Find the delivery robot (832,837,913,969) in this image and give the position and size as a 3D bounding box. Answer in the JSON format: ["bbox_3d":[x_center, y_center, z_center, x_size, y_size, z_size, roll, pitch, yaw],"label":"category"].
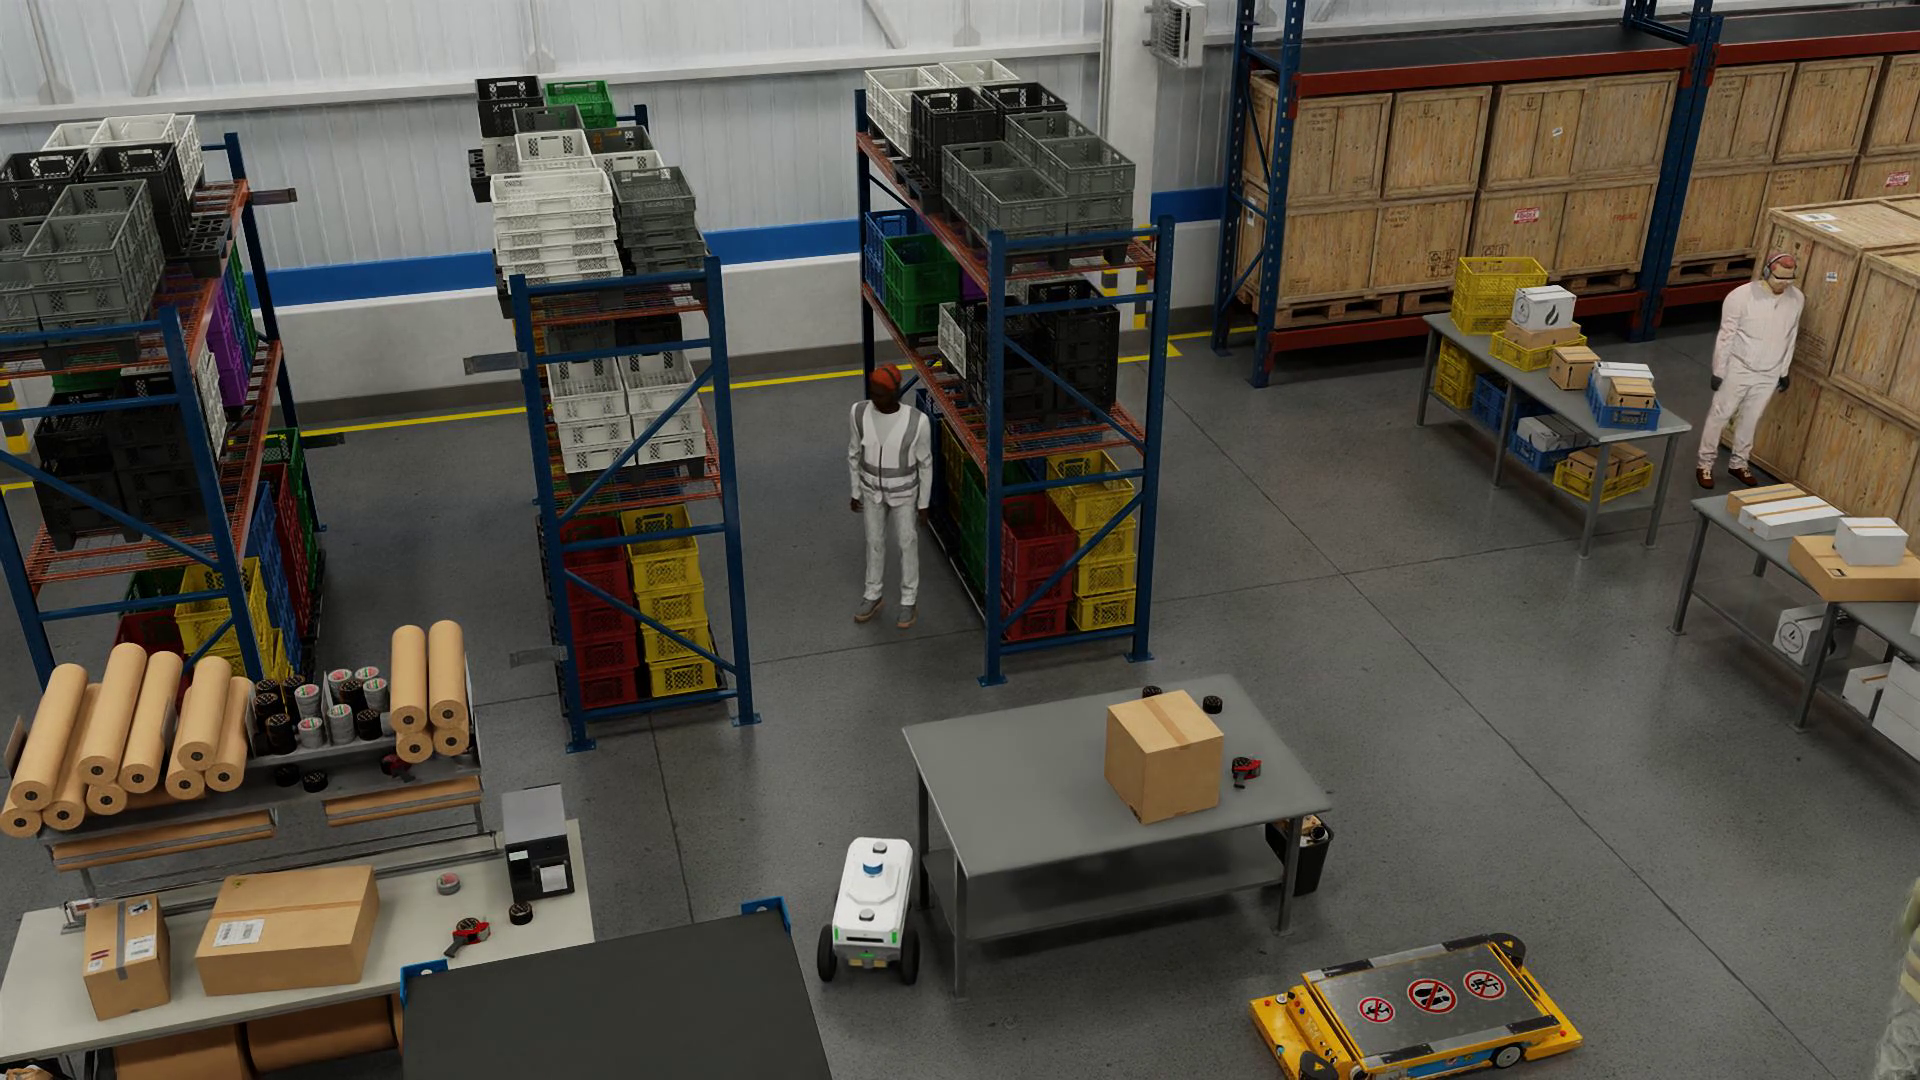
[{"bbox_3d":[-0.437,1.812,8.449,0.477,0.478,0.707,2,29,4],"label":"delivery robot"}]

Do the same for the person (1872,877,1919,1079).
[{"bbox_3d":[4.248,1.926,7.084,0.576,1.783,0.977,24,37,37],"label":"person"}]

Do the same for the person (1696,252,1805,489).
[{"bbox_3d":[6.113,-1.303,12.824,0.639,1.903,0.406,-3,29,-5],"label":"person"}]

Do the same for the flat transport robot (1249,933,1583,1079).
[{"bbox_3d":[2.184,2.282,7.980,1.431,0.197,0.652,-8,30,-14],"label":"flat transport robot"}]

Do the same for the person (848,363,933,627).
[{"bbox_3d":[-0.464,-0.298,11.012,0.575,1.886,0.362,10,30,18],"label":"person"}]
